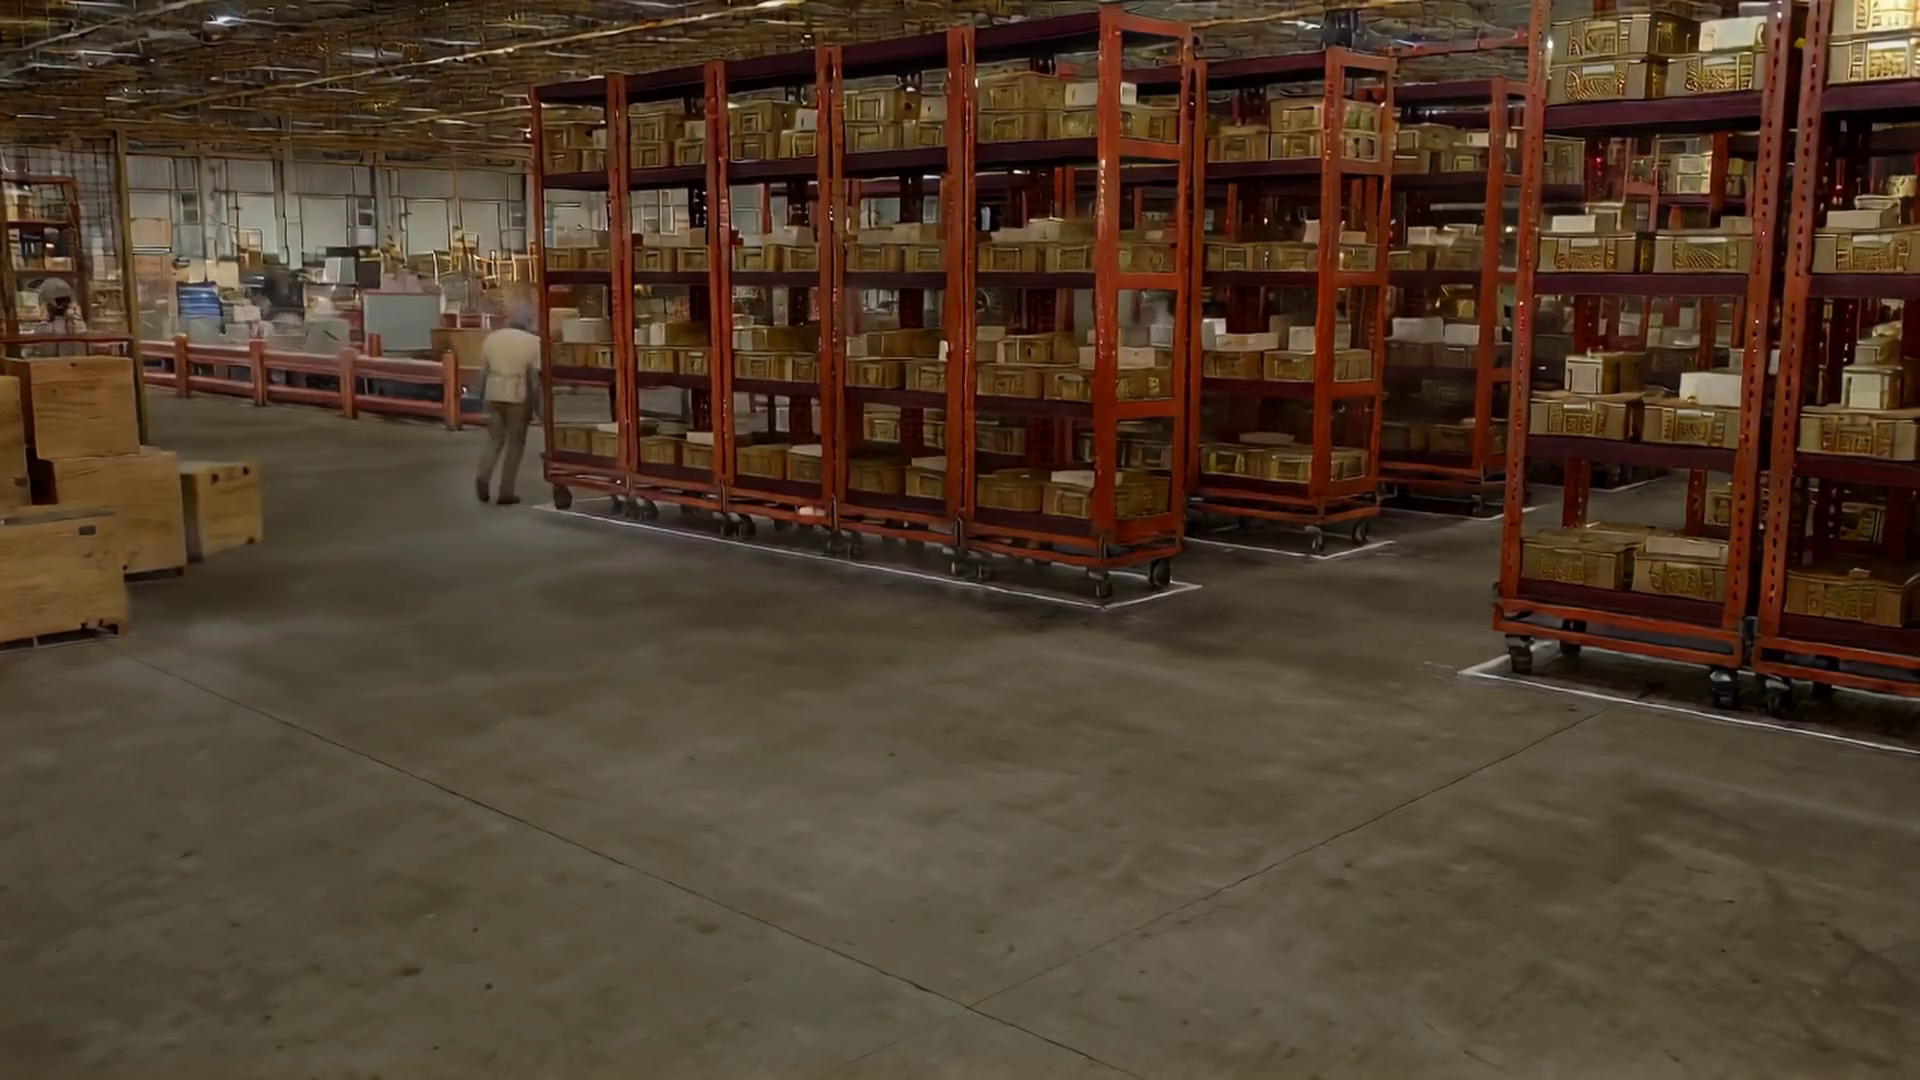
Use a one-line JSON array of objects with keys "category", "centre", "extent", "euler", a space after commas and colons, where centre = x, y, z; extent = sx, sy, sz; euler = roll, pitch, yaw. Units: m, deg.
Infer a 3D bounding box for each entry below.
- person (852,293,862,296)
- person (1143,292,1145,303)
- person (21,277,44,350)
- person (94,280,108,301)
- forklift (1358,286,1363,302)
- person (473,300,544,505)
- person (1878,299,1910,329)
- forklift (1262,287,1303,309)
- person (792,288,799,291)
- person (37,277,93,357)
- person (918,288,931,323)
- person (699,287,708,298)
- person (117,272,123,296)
[{"category": "person", "centre": [-4.751, -11.138, 75.354], "extent": [0.986, 1.864, 0.593], "euler": [-4, 10, -23]}, {"category": "person", "centre": [6.132, -8.045, 56.717], "extent": [0.649, 1.747, 0.534], "euler": [2, 9, 12]}, {"category": "person", "centre": [-21.093, -5.076, 37.947], "extent": [0.353, 1.939, 0.544], "euler": [9, 13, 44]}, {"category": "person", "centre": [-24.676, -6.611, 47.948], "extent": [0.289, 1.746, 0.486], "euler": [8, 12, 40]}, {"category": "forklift", "centre": [11.100, -7.017, 46.970], "extent": [1.873, 2.768, 1.129], "euler": [9, 13, 43]}, {"category": "person", "centre": [-3.935, -1.173, 14.451], "extent": [0.629, 1.799, 0.684], "euler": [3, 10, 15]}, {"category": "person", "centre": [9.860, -1.724, 17.713], "extent": [0.403, 1.834, 0.589], "euler": [2, 9, 10]}, {"category": "forklift", "centre": [10.769, -8.203, 54.240], "extent": [1.129, 2.768, 1.873], "euler": [8, 12, 42]}, {"category": "person", "centre": [-7.625, -11.168, 76.340], "extent": [0.528, 1.590, 0.865], "euler": [3, 10, 20]}, {"category": "person", "centre": [-7.788, -1.280, 14.501], "extent": [0.382, 1.995, 0.612], "euler": [1, 9, 8]}, {"category": "person", "centre": [-0.942, -5.638, 41.774], "extent": [0.403, 1.816, 0.606], "euler": [-5, 10, -27]}, {"category": "person", "centre": [-7.696, -6.864, 49.083], "extent": [0.680, 1.872, 0.863], "euler": [-7, 12, -38]}, {"category": "person", "centre": [-23.288, -6.425, 46.129], "extent": [0.905, 1.959, 0.647], "euler": [-4, 10, -26]}]
